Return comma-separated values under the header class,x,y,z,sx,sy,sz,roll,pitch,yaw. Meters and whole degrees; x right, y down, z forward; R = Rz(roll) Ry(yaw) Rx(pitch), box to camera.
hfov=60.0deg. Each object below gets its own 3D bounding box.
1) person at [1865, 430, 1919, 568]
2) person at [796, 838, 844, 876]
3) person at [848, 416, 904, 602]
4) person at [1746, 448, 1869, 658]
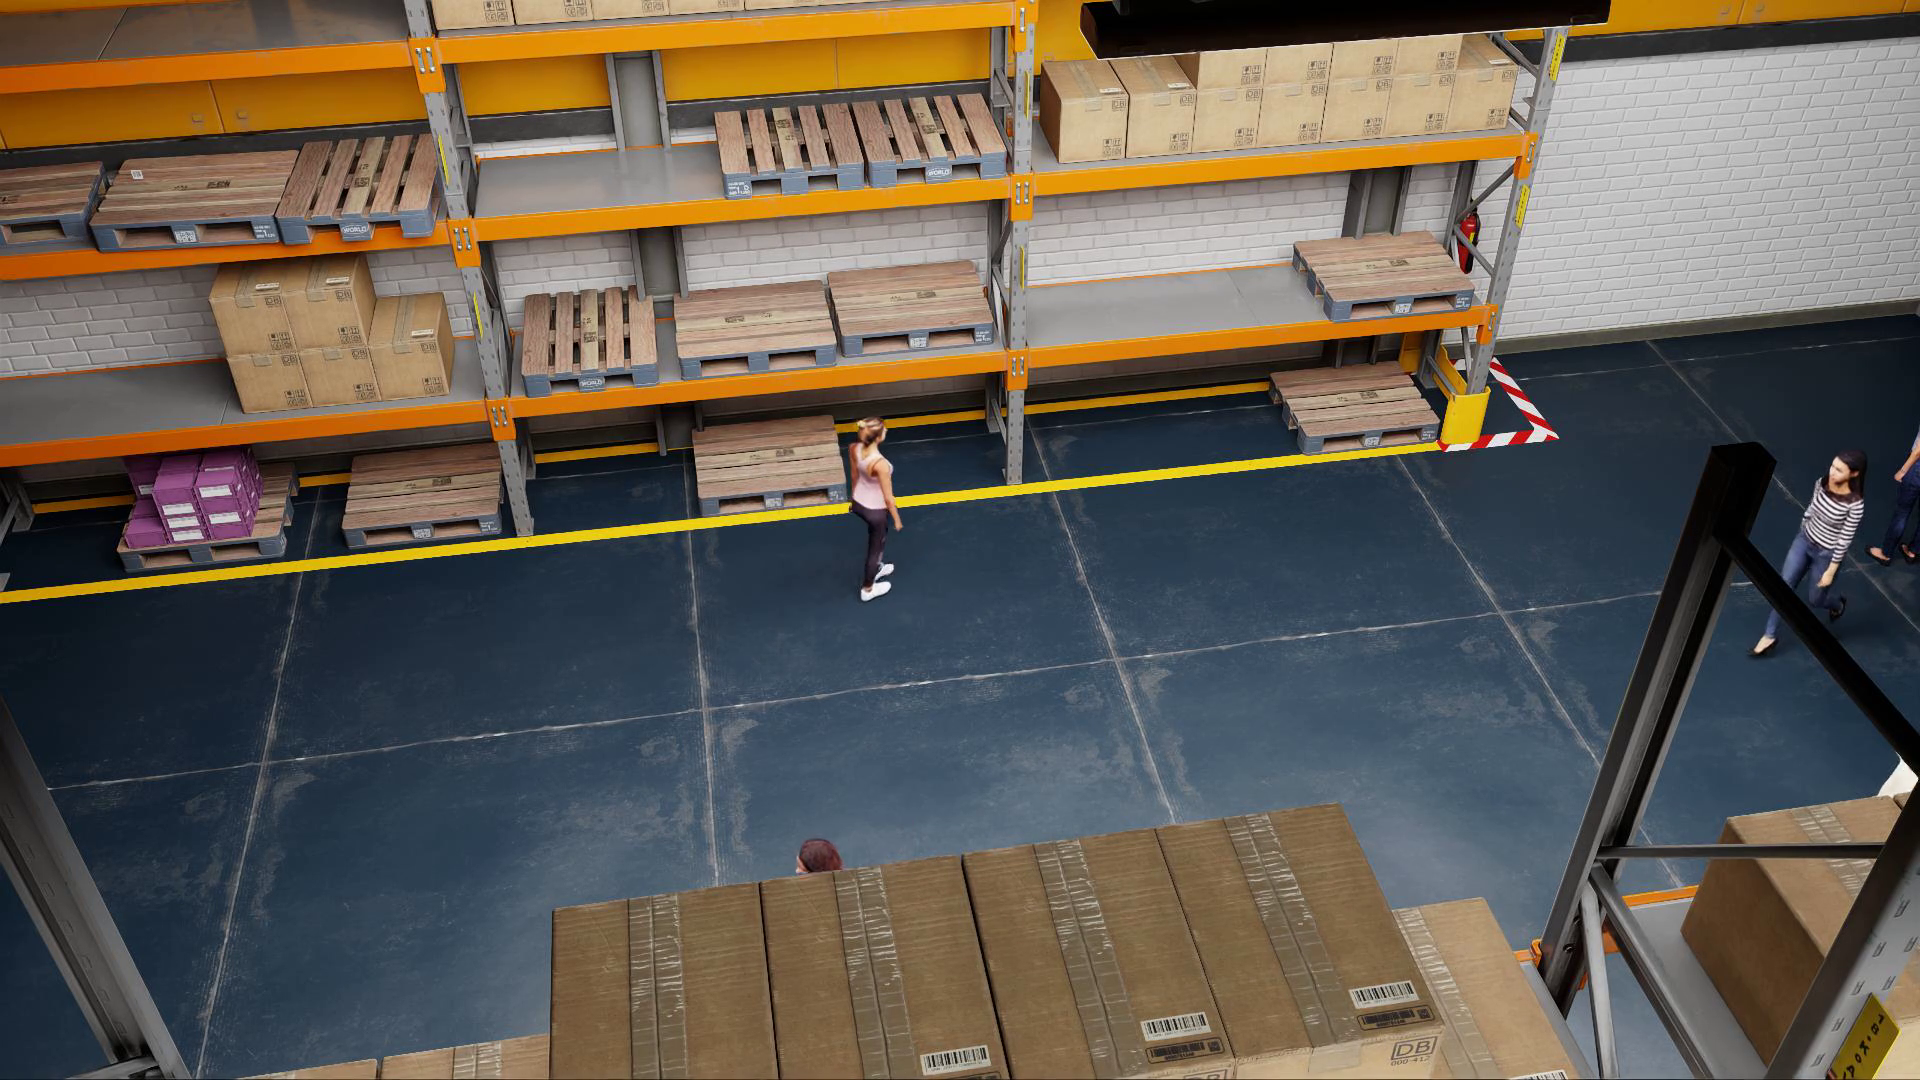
class,x,y,z,sx,sy,sz,roll,pitch,yaw
person,7.332,-0.527,12.564,0.473,1.719,0.659,-3,39,-3
person,-0.647,2.230,9.072,1.211,1.768,0.866,-18,42,-21
person,-0.707,-0.204,12.231,0.777,1.631,0.724,-28,46,-30
person,6.107,0.116,11.721,1.074,1.767,0.745,-14,41,-16
